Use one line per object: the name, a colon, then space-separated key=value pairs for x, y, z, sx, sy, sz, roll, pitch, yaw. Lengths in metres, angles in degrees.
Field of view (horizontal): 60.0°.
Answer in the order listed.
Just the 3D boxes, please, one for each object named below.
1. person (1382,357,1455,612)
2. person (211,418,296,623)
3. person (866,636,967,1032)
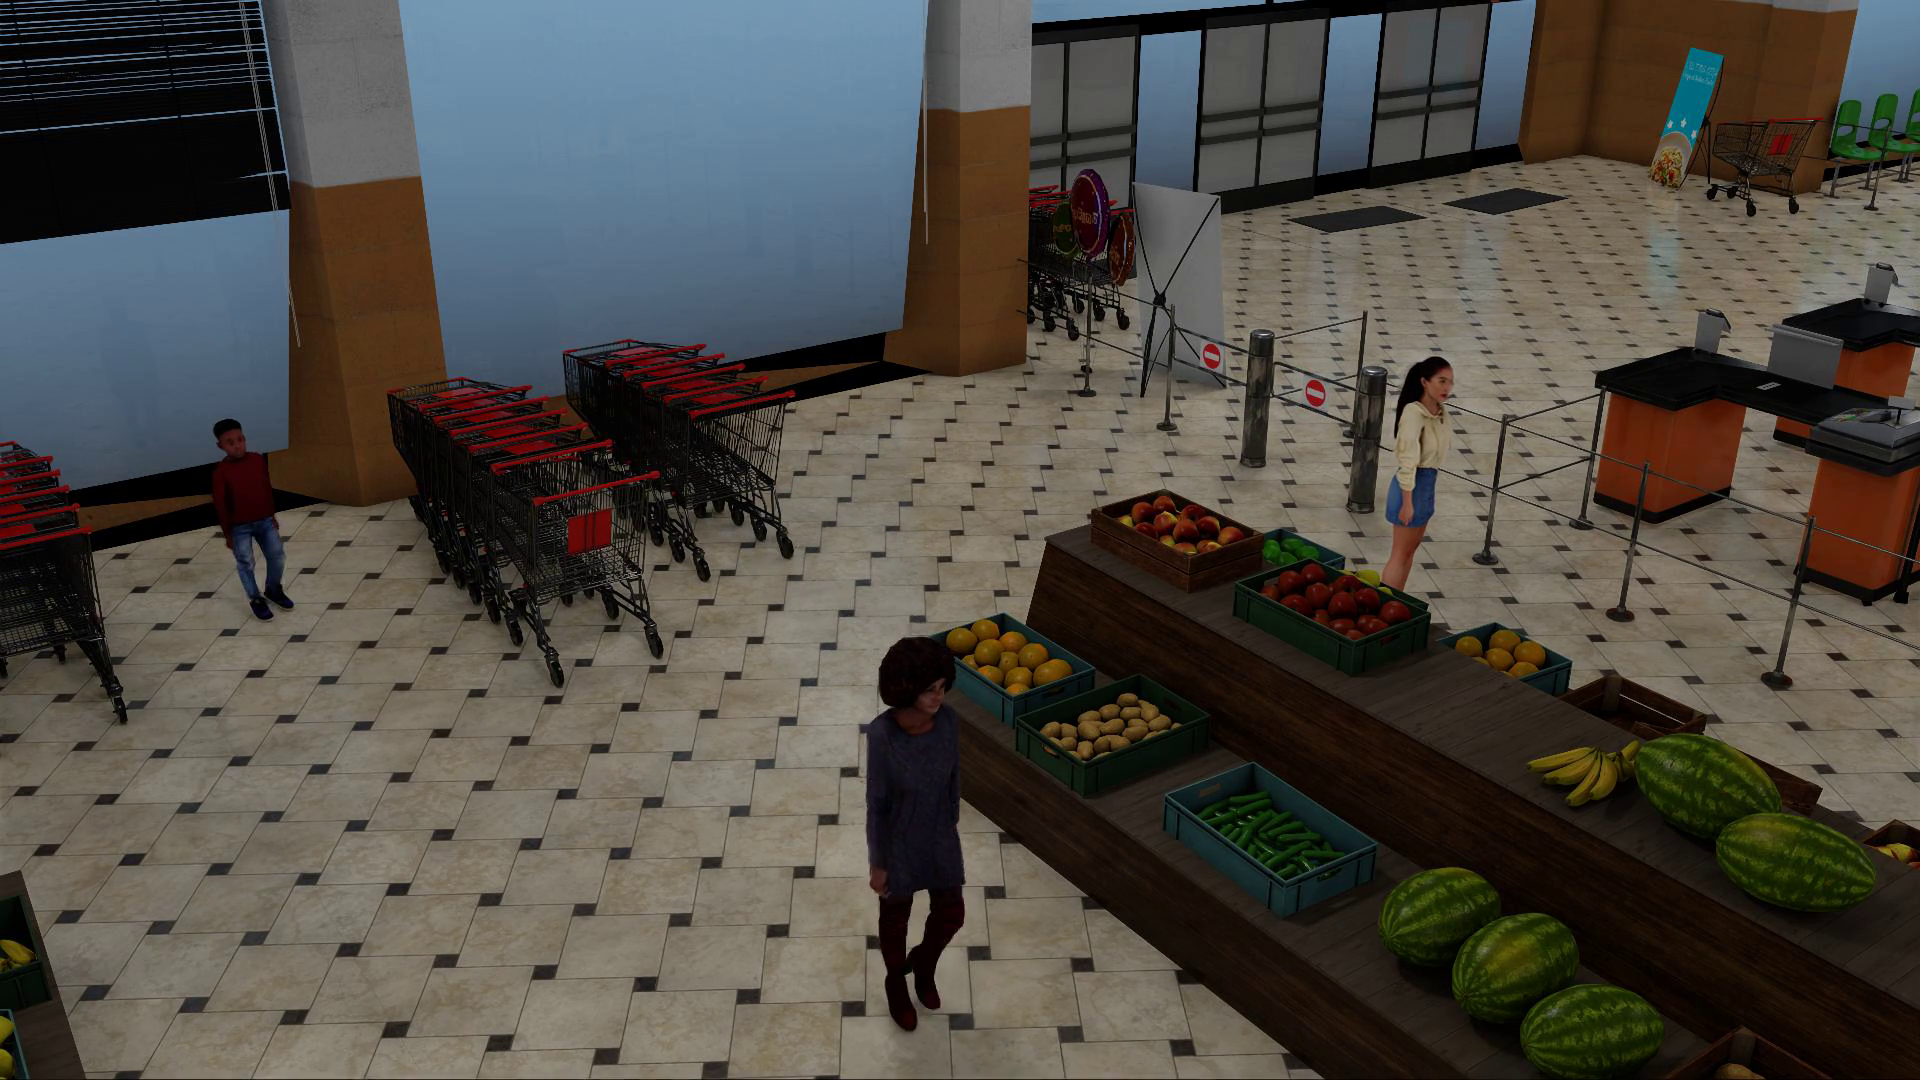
person: x=2.659 y=-0.290 z=9.721 sx=0.669 sy=1.630 sz=0.707 roll=14 pitch=27 yaw=29
person: x=-4.244 y=-0.138 z=9.848 sx=0.555 sy=1.251 sz=0.567 roll=18 pitch=29 yaw=35
person: x=-0.222 y=1.119 z=6.416 sx=0.644 sy=1.700 sz=0.640 roll=-10 pitch=26 yaw=-22
